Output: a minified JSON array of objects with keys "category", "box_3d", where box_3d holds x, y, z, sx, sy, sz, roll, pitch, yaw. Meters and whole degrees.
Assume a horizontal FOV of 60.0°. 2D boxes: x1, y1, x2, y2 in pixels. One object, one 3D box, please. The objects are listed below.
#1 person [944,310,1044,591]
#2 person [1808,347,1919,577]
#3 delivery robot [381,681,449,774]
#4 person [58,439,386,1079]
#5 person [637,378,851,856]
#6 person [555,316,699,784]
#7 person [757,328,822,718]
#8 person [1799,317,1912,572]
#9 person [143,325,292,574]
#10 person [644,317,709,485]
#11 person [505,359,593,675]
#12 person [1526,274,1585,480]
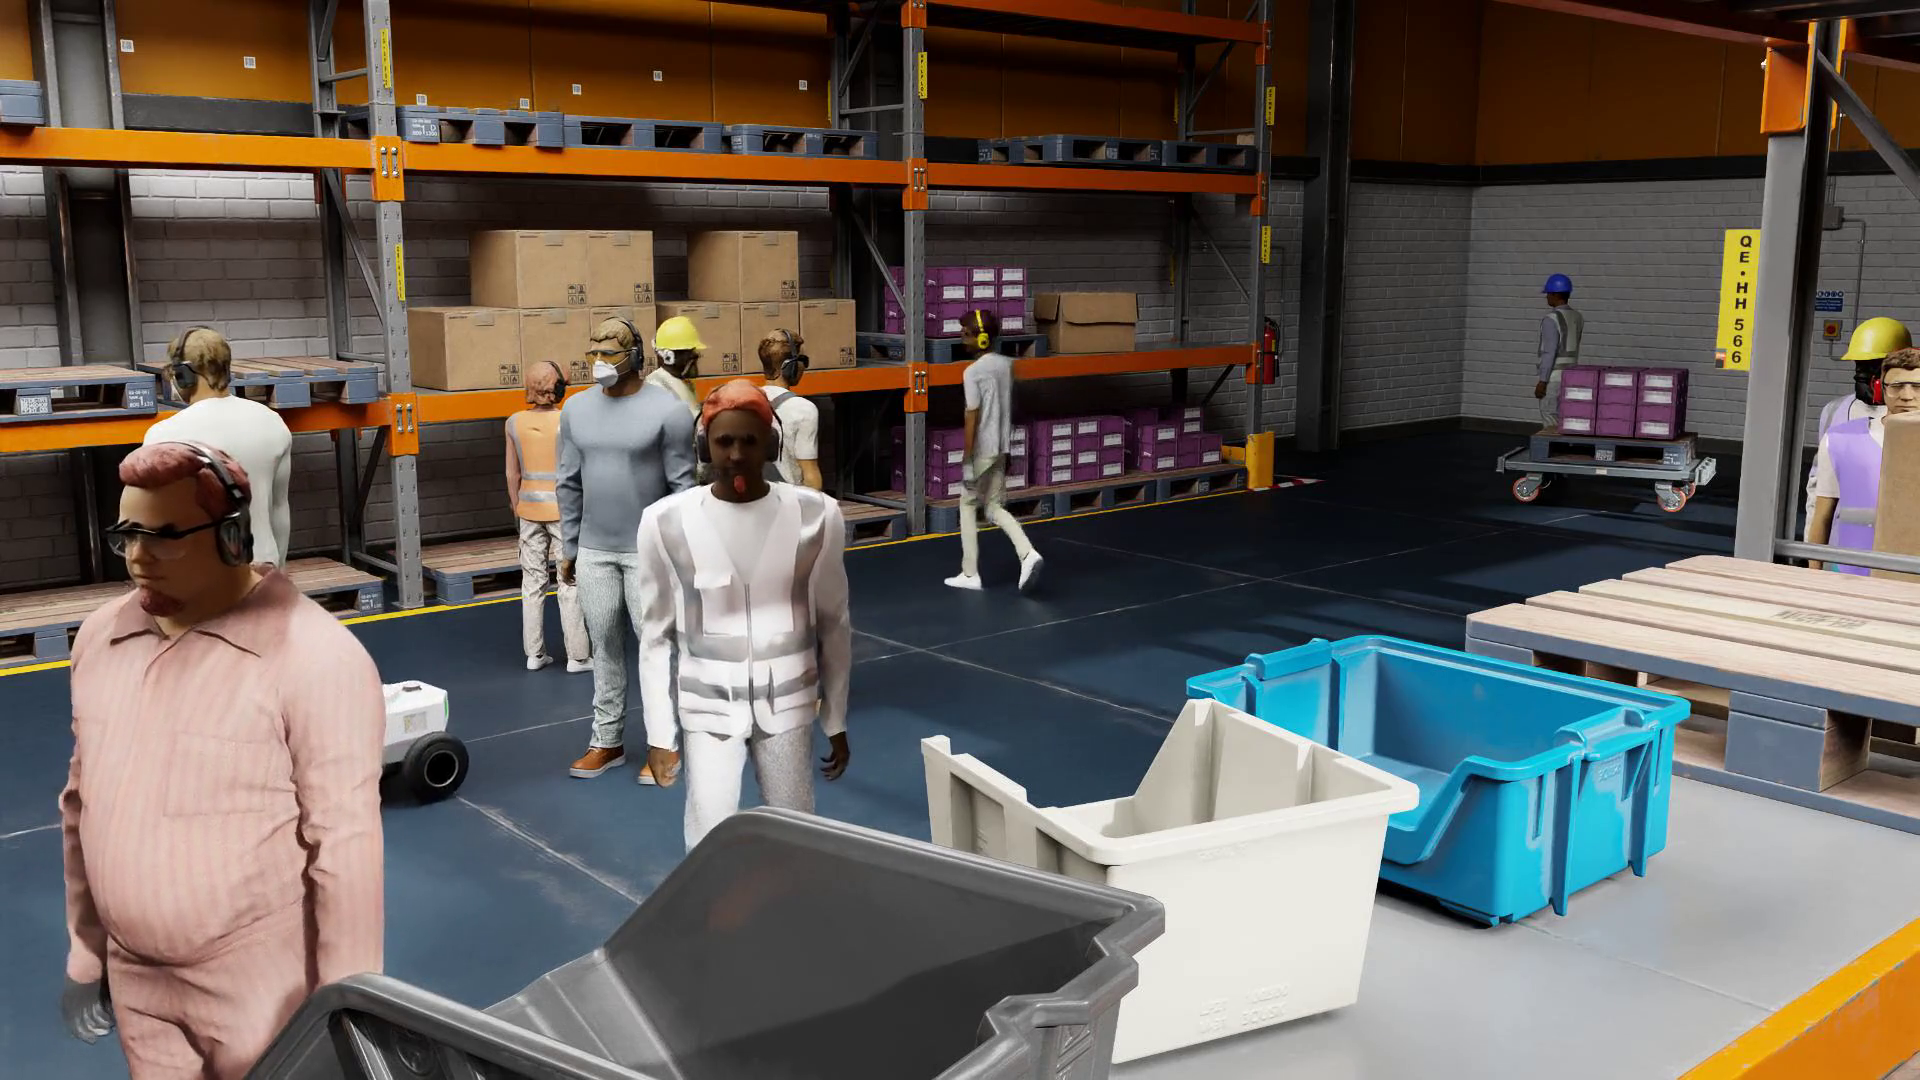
[{"category":"person","box_3d":[0.187,-0.548,10.562,0.739,1.827,0.545,9,14,42]},{"category":"person","box_3d":[3.597,0.174,6.457,0.572,1.844,0.376,4,11,19]},{"category":"delivery robot","box_3d":[-2.419,0.743,6.628,0.477,0.478,0.707,9,14,42]},{"category":"person","box_3d":[-1.332,0.764,3.007,0.659,1.904,0.405,4,11,21]},{"category":"person","box_3d":[-0.592,0.492,4.605,0.578,1.878,0.351,-2,10,-11]},{"category":"person","box_3d":[-1.389,0.047,6.908,0.636,1.939,0.362,3,11,18]},{"category":"person","box_3d":[-0.842,-0.068,7.814,0.508,1.844,0.336,7,12,35]},{"category":"person","box_3d":[3.843,0.025,7.066,0.369,1.928,0.586,-5,11,-27]},{"category":"person","box_3d":[-2.755,0.172,6.216,0.372,1.939,0.631,4,11,20]},{"category":"person","box_3d":[-1.601,-0.343,9.421,0.411,1.831,0.707,1,10,7]},{"category":"person","box_3d":[-2.111,-0.110,8.630,0.515,1.640,0.309,3,11,18]},{"category":"person","box_3d":[5.657,-1.543,15.792,0.614,1.944,0.395,-9,14,-43]}]
